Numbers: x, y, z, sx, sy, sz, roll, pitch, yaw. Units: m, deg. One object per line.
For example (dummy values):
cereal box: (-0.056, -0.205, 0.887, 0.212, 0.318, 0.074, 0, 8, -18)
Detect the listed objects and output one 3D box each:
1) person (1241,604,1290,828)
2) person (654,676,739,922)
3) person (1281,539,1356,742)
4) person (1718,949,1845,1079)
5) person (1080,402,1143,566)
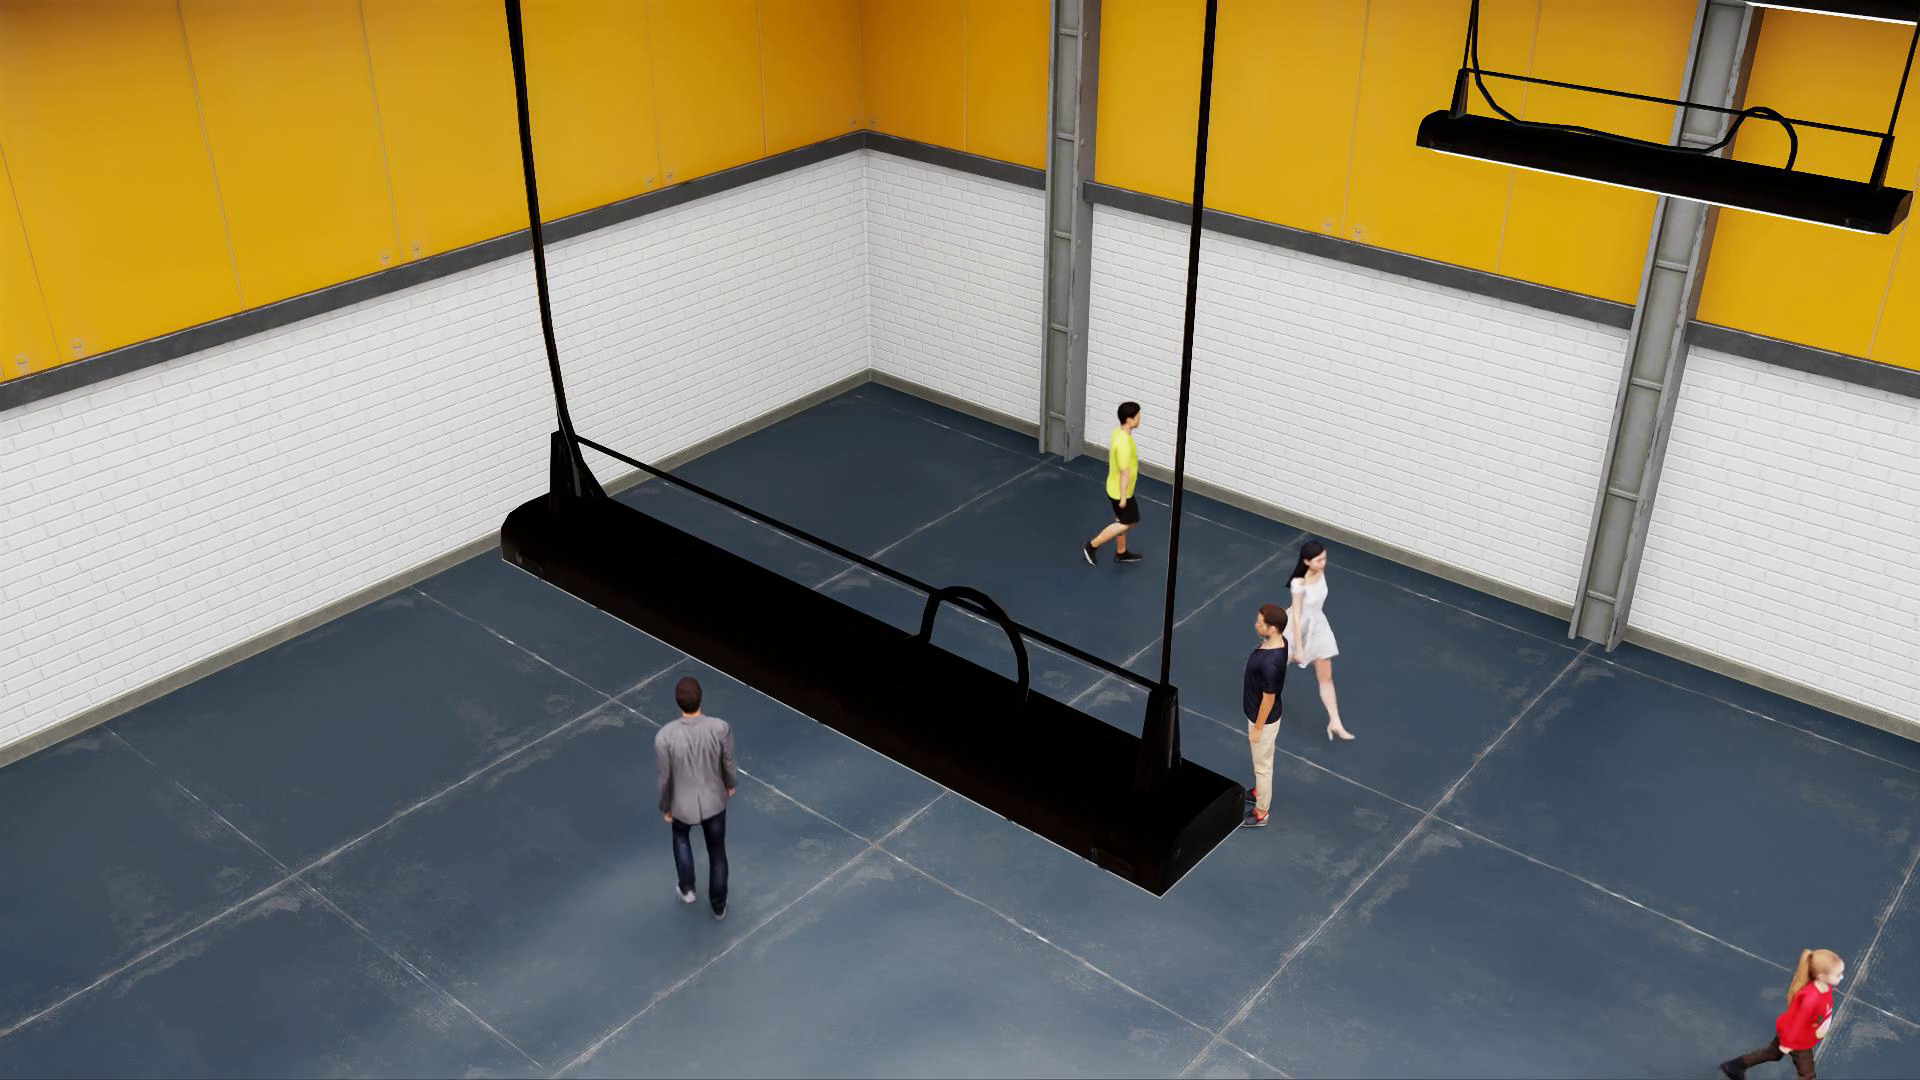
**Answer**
person: (2.250, 1.280, 12.266, 0.687, 1.854, 0.705, 6, 29, 11)
person: (-1.767, 1.817, 11.281, 0.846, 1.854, 0.892, -5, 29, -9)
person: (2.655, 0.762, 13.339, 1.139, 1.735, 0.698, 25, 37, 38)
person: (4.916, 2.916, 9.886, 0.924, 1.261, 0.521, 19, 34, 31)
person: (1.450, -0.503, 15.699, 0.983, 1.697, 0.923, -2, 29, -4)
